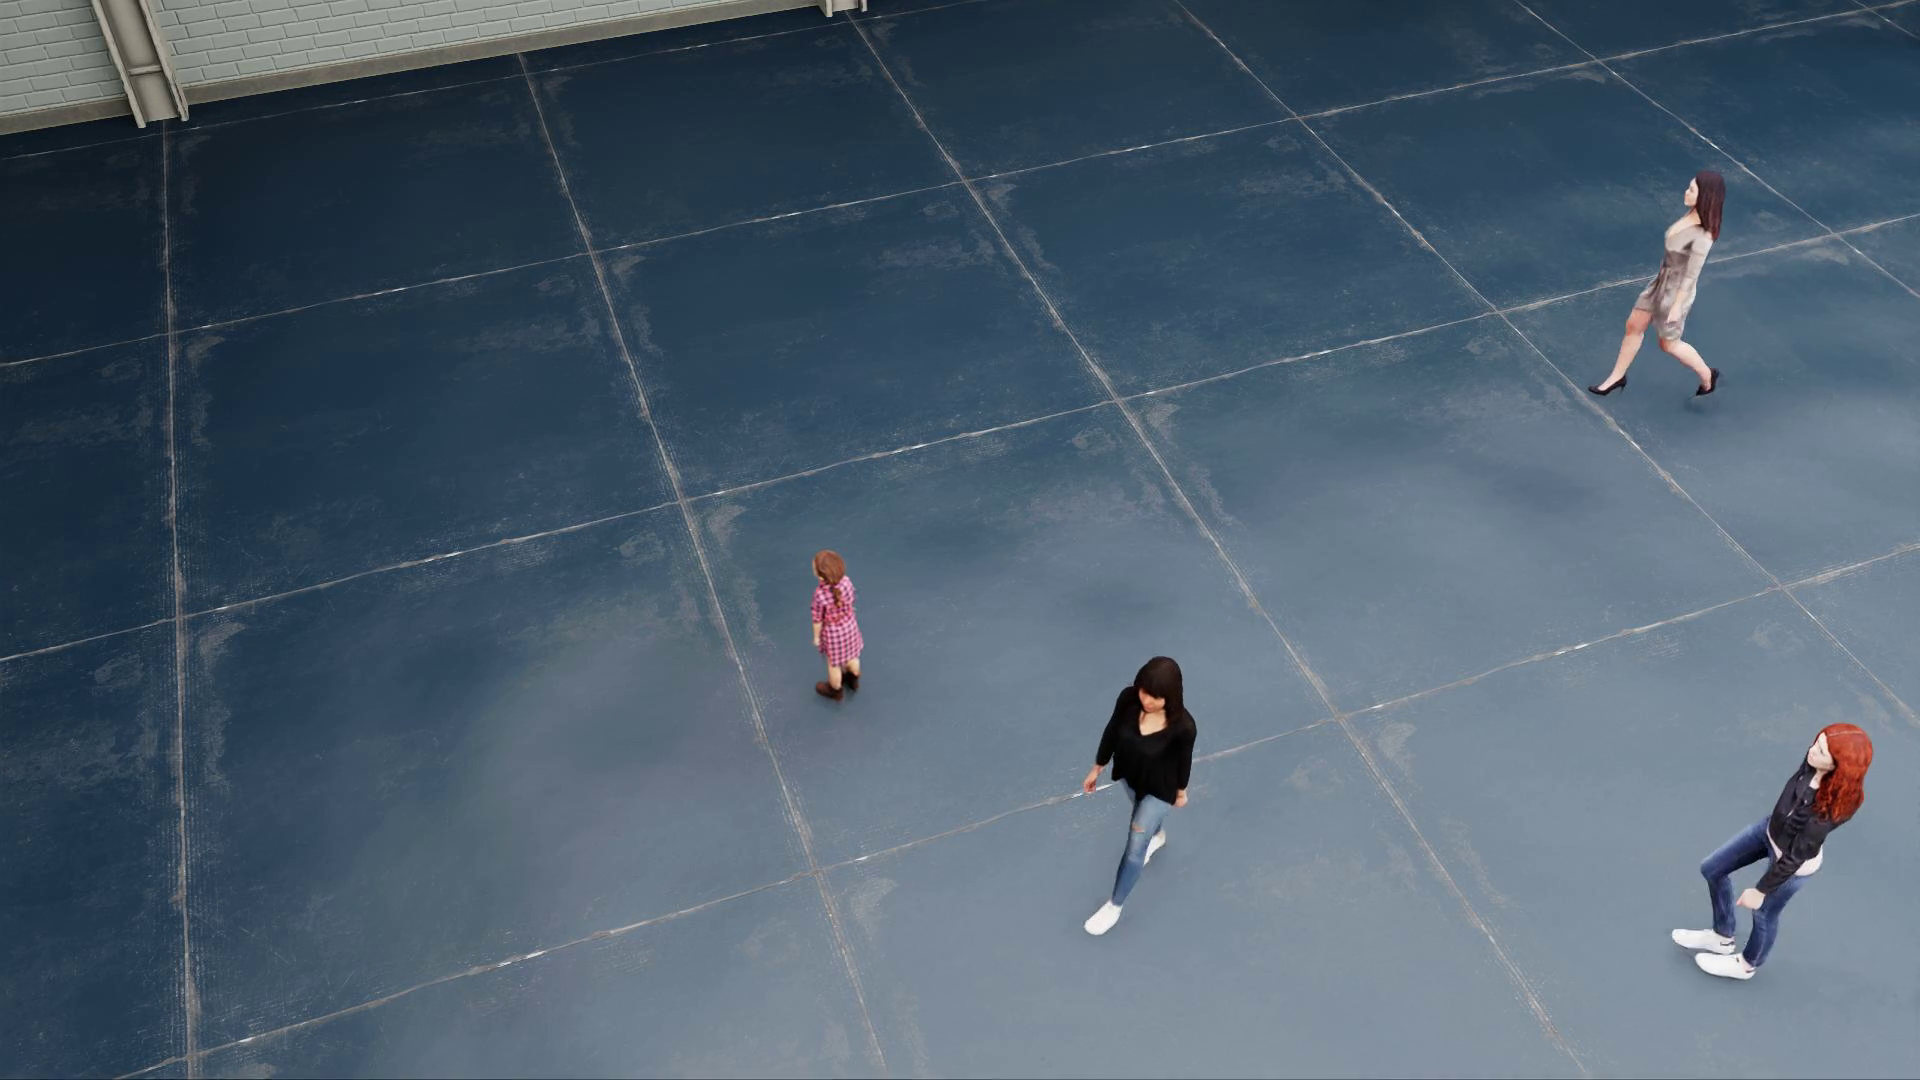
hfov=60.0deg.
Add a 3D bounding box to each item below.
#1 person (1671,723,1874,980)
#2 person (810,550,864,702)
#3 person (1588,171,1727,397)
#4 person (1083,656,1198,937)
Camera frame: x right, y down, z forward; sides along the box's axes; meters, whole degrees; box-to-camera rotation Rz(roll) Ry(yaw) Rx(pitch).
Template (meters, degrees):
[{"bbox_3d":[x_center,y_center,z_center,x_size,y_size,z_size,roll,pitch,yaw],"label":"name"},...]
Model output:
[{"bbox_3d":[3.733,1.430,7.378,0.808,1.780,0.759,10,44,10],"label":"person"},{"bbox_3d":[-0.668,0.458,8.976,0.468,1.020,0.551,-32,52,-30],"label":"person"},{"bbox_3d":[4.631,-1.557,10.619,1.142,1.723,0.929,6,43,6],"label":"person"},{"bbox_3d":[0.914,1.077,7.879,0.858,1.613,1.080,33,52,30],"label":"person"}]
